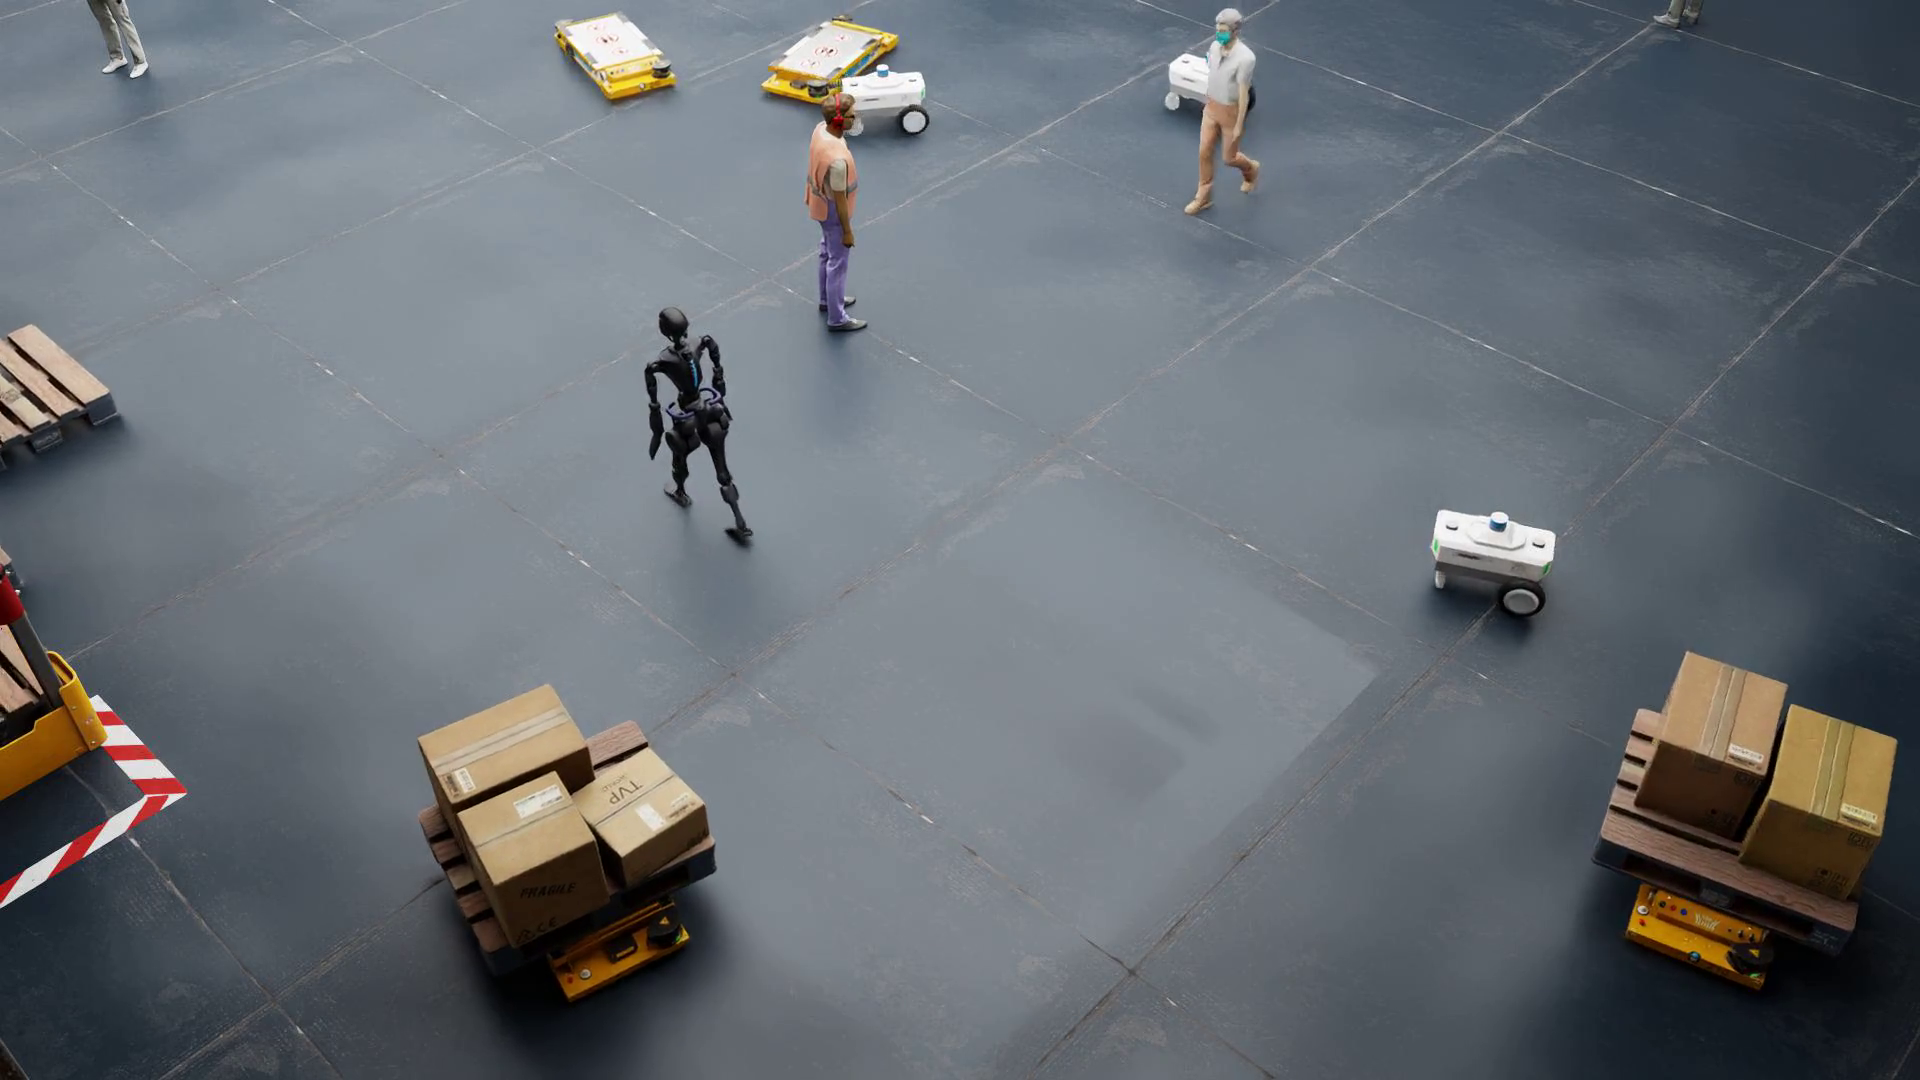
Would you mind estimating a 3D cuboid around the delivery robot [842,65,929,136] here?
[{"bbox_3d":[-0.661,-3.887,14.623,0.773,0.582,0.499,-7,42,-7],"label":"delivery robot"}]

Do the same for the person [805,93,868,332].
[{"bbox_3d":[-0.909,-2.354,11.977,0.388,1.834,0.559,-11,43,-12],"label":"person"}]

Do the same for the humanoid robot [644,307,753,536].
[{"bbox_3d":[-1.656,-0.748,10.350,0.603,1.623,0.837,-30,50,-29],"label":"humanoid robot"}]

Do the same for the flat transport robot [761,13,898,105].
[{"bbox_3d":[-1.205,-4.493,15.520,0.659,0.231,1.431,19,45,20],"label":"flat transport robot"}]

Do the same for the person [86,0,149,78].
[{"bbox_3d":[-7.786,-4.996,15.052,0.522,1.638,0.308,14,44,15],"label":"person"}]

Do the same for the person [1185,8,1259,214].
[{"bbox_3d":[2.159,-3.434,13.253,0.626,1.724,0.485,-31,50,-30],"label":"person"}]

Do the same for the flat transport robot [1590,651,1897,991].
[{"bbox_3d":[3.981,1.639,8.704,0.659,0.231,1.431,20,46,21],"label":"flat transport robot"}]

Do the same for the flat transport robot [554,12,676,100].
[{"bbox_3d":[-3.255,-4.567,15.602,0.659,0.231,1.431,-21,46,-22],"label":"flat transport robot"}]

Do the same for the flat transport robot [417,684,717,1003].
[{"bbox_3d":[-2.010,1.692,8.646,0.659,0.231,1.431,-23,47,-23],"label":"flat transport robot"}]

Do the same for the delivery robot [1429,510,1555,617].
[{"bbox_3d":[3.285,0.085,10.223,0.772,0.601,0.525,12,43,13],"label":"delivery robot"}]

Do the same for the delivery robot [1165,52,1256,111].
[{"bbox_3d":[2.233,-4.036,14.806,0.807,0.606,0.499,26,48,26],"label":"delivery robot"}]

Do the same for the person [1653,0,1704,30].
[{"bbox_3d":[7.053,-5.760,15.750,0.569,1.843,0.373,-16,44,-17],"label":"person"}]
